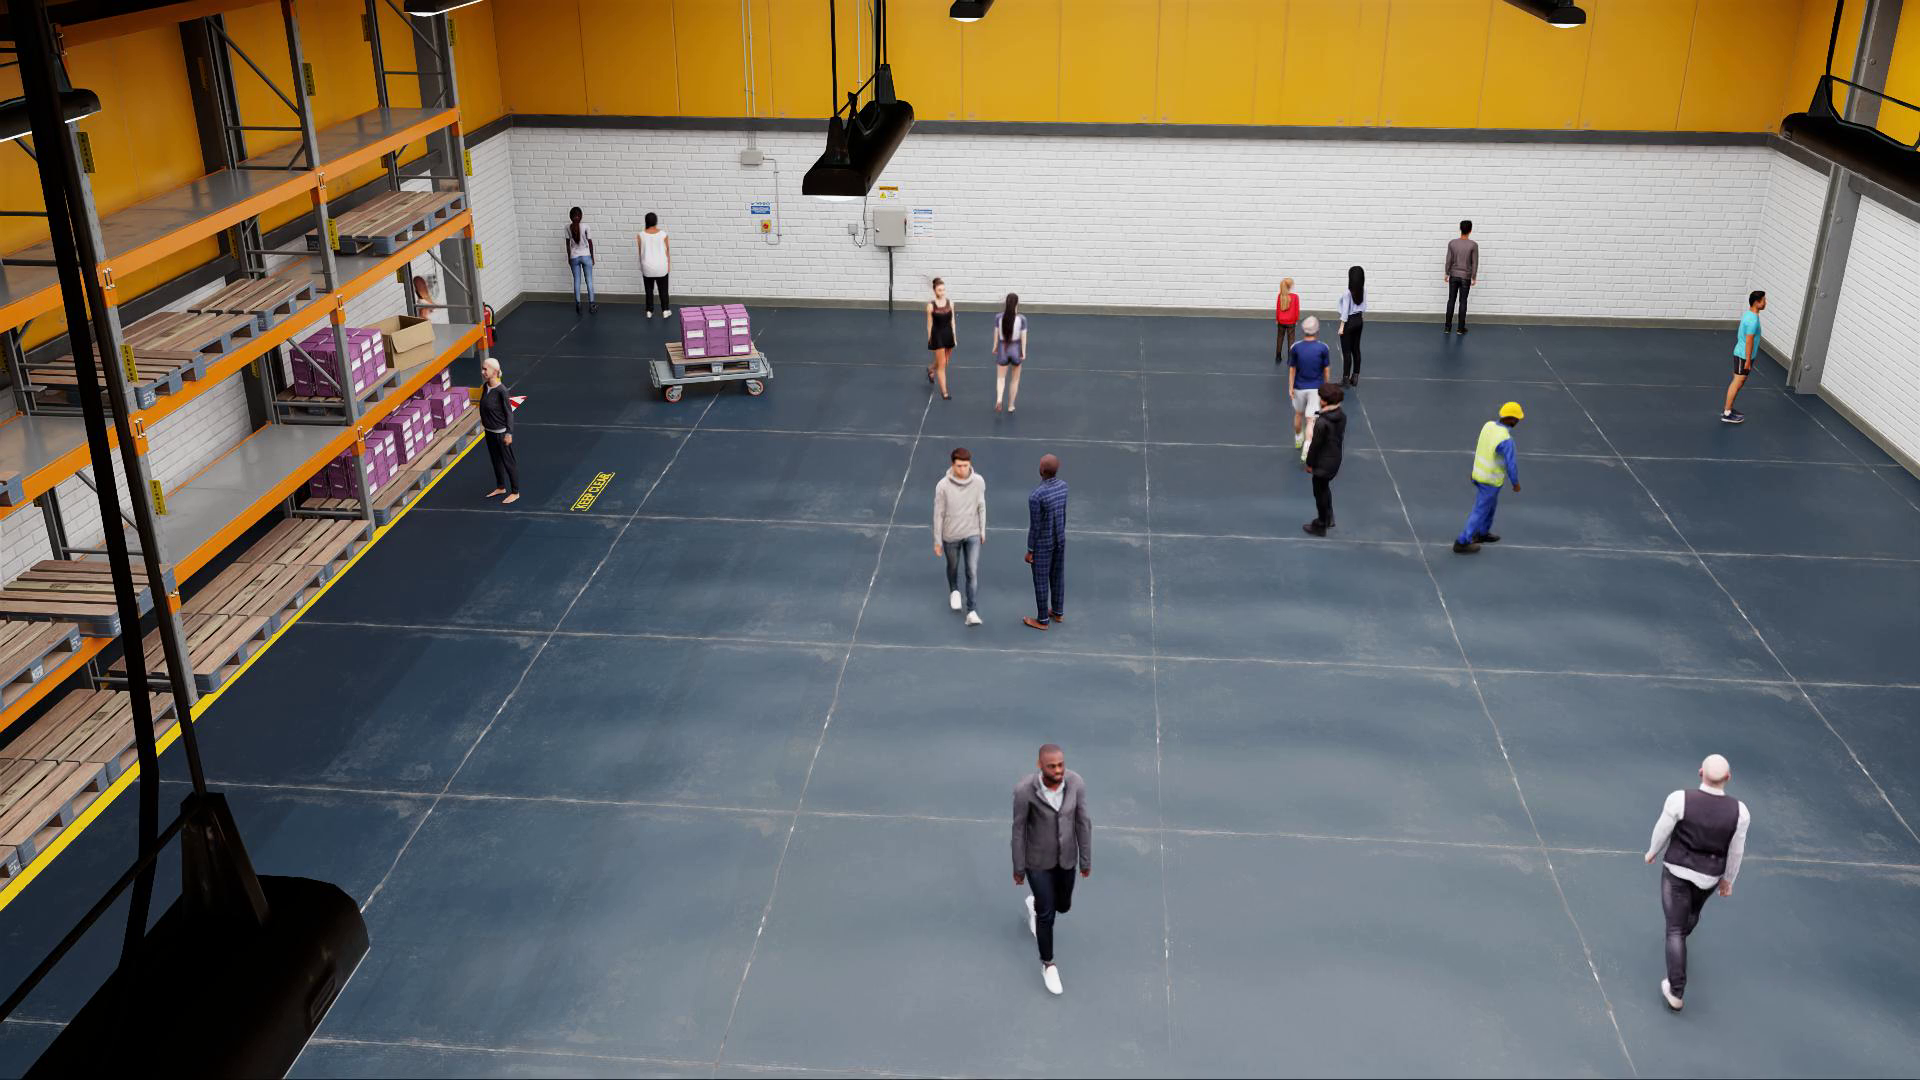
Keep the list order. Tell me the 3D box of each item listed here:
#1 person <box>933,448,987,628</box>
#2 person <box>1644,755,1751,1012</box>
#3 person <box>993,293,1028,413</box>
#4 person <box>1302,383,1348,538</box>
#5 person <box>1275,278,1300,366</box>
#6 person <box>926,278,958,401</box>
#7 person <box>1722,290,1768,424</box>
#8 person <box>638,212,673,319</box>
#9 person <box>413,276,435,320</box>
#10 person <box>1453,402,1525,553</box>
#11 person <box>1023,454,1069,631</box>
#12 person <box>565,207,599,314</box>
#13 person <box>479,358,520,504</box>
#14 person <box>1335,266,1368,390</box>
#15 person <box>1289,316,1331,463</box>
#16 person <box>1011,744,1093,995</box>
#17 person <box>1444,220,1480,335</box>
[{"bbox_3d":[-0.010,-0.076,16.600,0.913,1.801,1.275,-4,24,-9],"label":"person"},{"bbox_3d":[4.911,2.316,11.154,0.779,1.779,1.194,4,24,9],"label":"person"},{"bbox_3d":[0.652,-2.464,22.267,0.663,1.637,0.768,5,24,10],"label":"person"},{"bbox_3d":[4.128,-0.864,18.446,0.714,1.766,0.789,-21,31,-40],"label":"person"},{"bbox_3d":[4.804,-3.224,24.450,0.566,1.280,0.589,12,26,25],"label":"person"},{"bbox_3d":[-0.292,-2.813,23.042,0.947,1.655,1.090,-13,27,-27],"label":"person"},{"bbox_3d":[10.398,-2.448,22.061,0.721,1.773,0.549,9,25,19],"label":"person"},{"bbox_3d":[-4.897,-4.418,26.675,0.658,1.687,0.614,0,24,0],"label":"person"},{"bbox_3d":[-7.363,-2.822,23.018,0.752,1.692,0.672,-8,25,-18],"label":"person"},{"bbox_3d":[5.629,-0.636,17.927,0.868,1.763,0.870,-6,24,-14],"label":"person"},{"bbox_3d":[0.871,0.002,16.398,0.750,1.820,0.825,-22,32,-40],"label":"person"},{"bbox_3d":[-6.139,-4.544,26.921,0.609,1.720,0.565,-1,24,-3],"label":"person"},{"bbox_3d":[-5.417,-1.306,19.507,0.690,1.726,0.696,17,29,33],"label":"person"},{"bbox_3d":[5.499,-2.992,23.342,0.715,1.743,0.767,-17,29,-34],"label":"person"},{"bbox_3d":[4.334,-1.843,20.637,0.877,1.804,1.225,9,25,19],"label":"person"},{"bbox_3d":[0.595,2.166,11.479,0.988,1.794,1.175,-8,25,-17],"label":"person"},{"bbox_3d":[7.756,-4.079,25.803,0.713,1.764,0.670,9,25,19],"label":"person"}]
